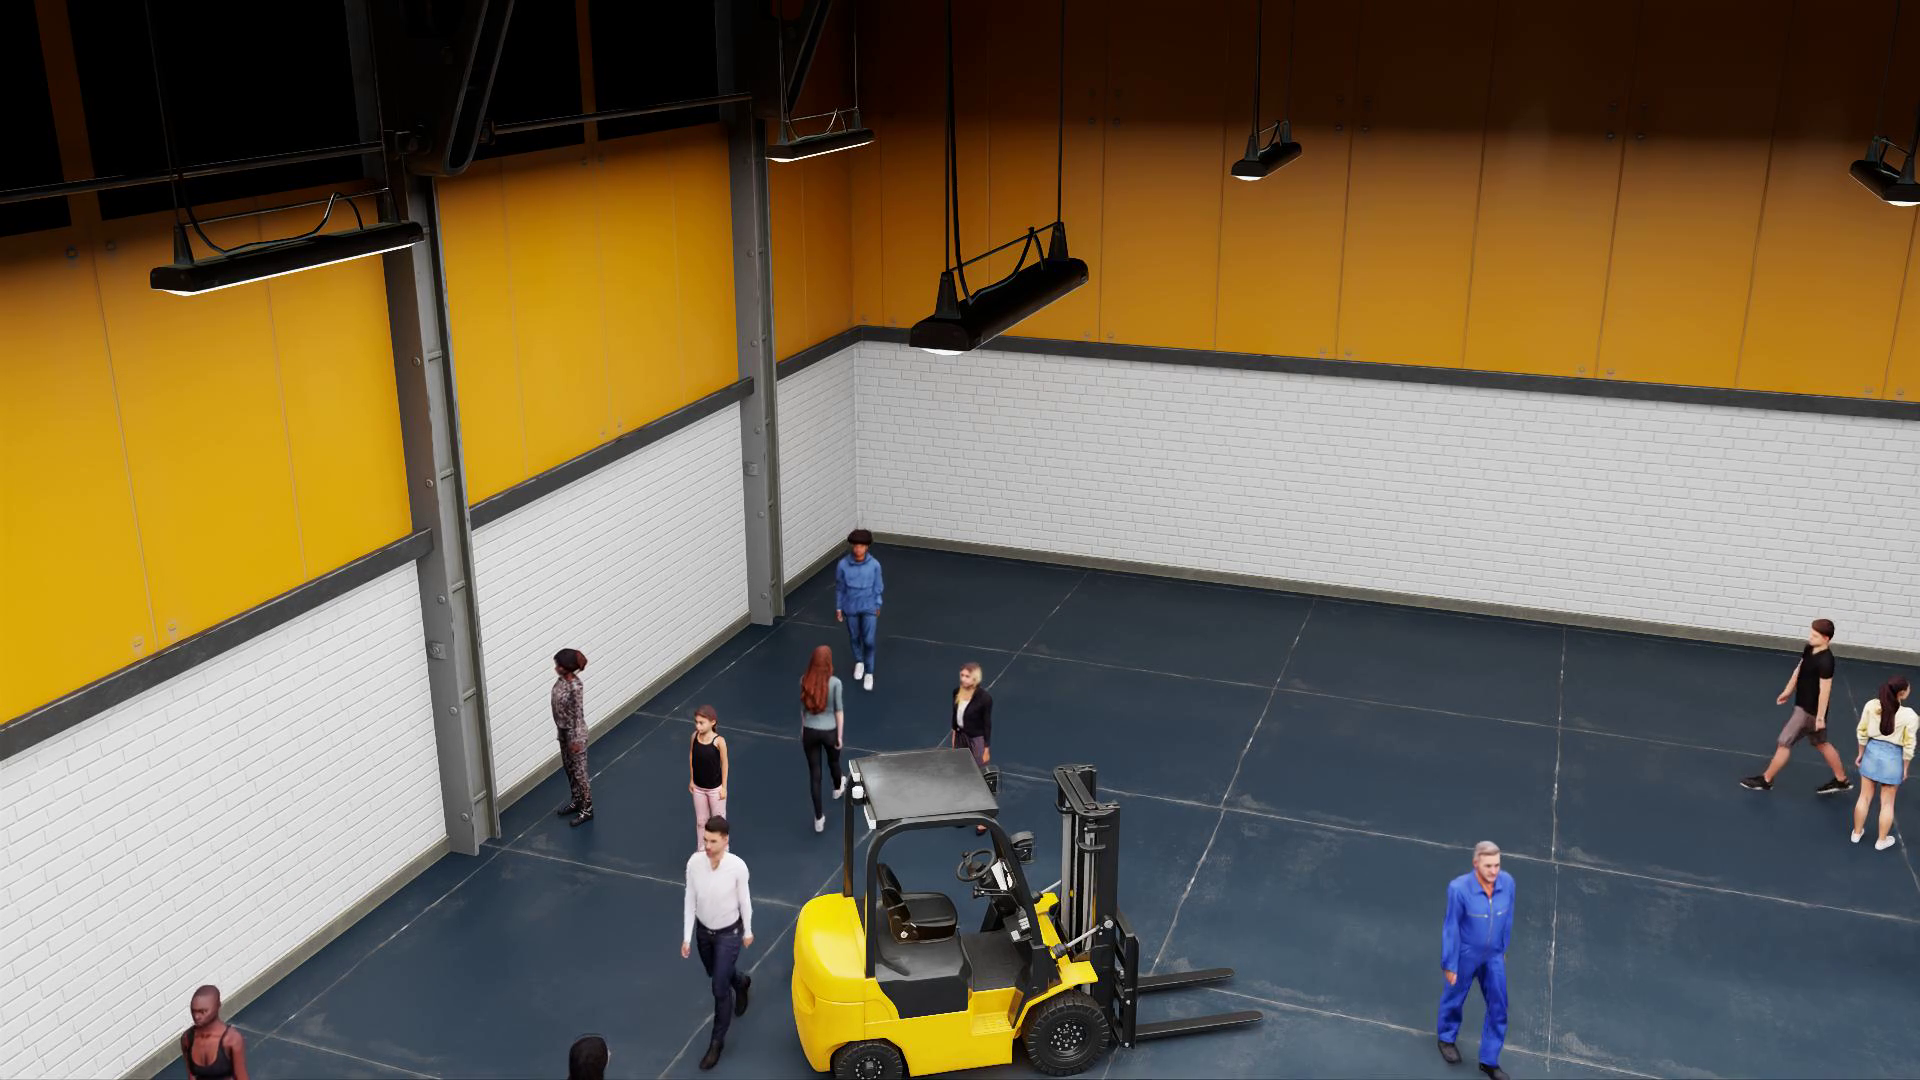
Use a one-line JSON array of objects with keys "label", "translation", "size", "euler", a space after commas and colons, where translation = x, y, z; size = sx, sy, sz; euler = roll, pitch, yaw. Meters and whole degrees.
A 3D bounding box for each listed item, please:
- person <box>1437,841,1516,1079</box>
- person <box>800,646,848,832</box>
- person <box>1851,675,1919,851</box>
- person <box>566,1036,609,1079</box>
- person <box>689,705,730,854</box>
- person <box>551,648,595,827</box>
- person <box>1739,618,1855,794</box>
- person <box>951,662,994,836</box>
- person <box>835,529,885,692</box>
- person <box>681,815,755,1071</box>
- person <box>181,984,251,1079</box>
[{"label": "person", "translation": [3.642, 2.923, 11.908], "size": [0.979, 1.805, 1.057], "euler": [-4, 19, -11]}, {"label": "person", "translation": [-1.293, 1.849, 15.258], "size": [0.755, 1.702, 1.126], "euler": [2, 19, 6]}, {"label": "person", "translation": [8.303, 1.986, 14.963], "size": [0.696, 1.631, 0.711], "euler": [-17, 25, -41]}, {"label": "person", "translation": [-2.113, 3.676, 9.785], "size": [0.627, 1.733, 0.561], "euler": [10, 21, 27]}, {"label": "person", "translation": [-2.193, 2.160, 14.550], "size": [0.535, 1.564, 0.502], "euler": [8, 20, 21]}, {"label": "person", "translation": [-3.584, 1.796, 15.389], "size": [0.711, 1.717, 0.673], "euler": [-13, 23, -34]}, {"label": "person", "translation": [8.173, 1.610, 15.777], "size": [0.771, 1.822, 1.183], "euler": [6, 19, 16]}, {"label": "person", "translation": [0.120, 1.883, 15.207], "size": [0.651, 1.669, 0.621], "euler": [14, 23, 35]}, {"label": "person", "translation": [-1.109, 0.707, 18.515], "size": [0.811, 1.787, 0.986], "euler": [2, 19, 7]}, {"label": "person", "translation": [-1.723, 2.811, 12.168], "size": [0.605, 1.849, 1.170], "euler": [7, 20, 19]}, {"label": "person", "translation": [-4.513, 3.487, 10.317], "size": [0.666, 1.751, 0.680], "euler": [0, 19, 1]}]
